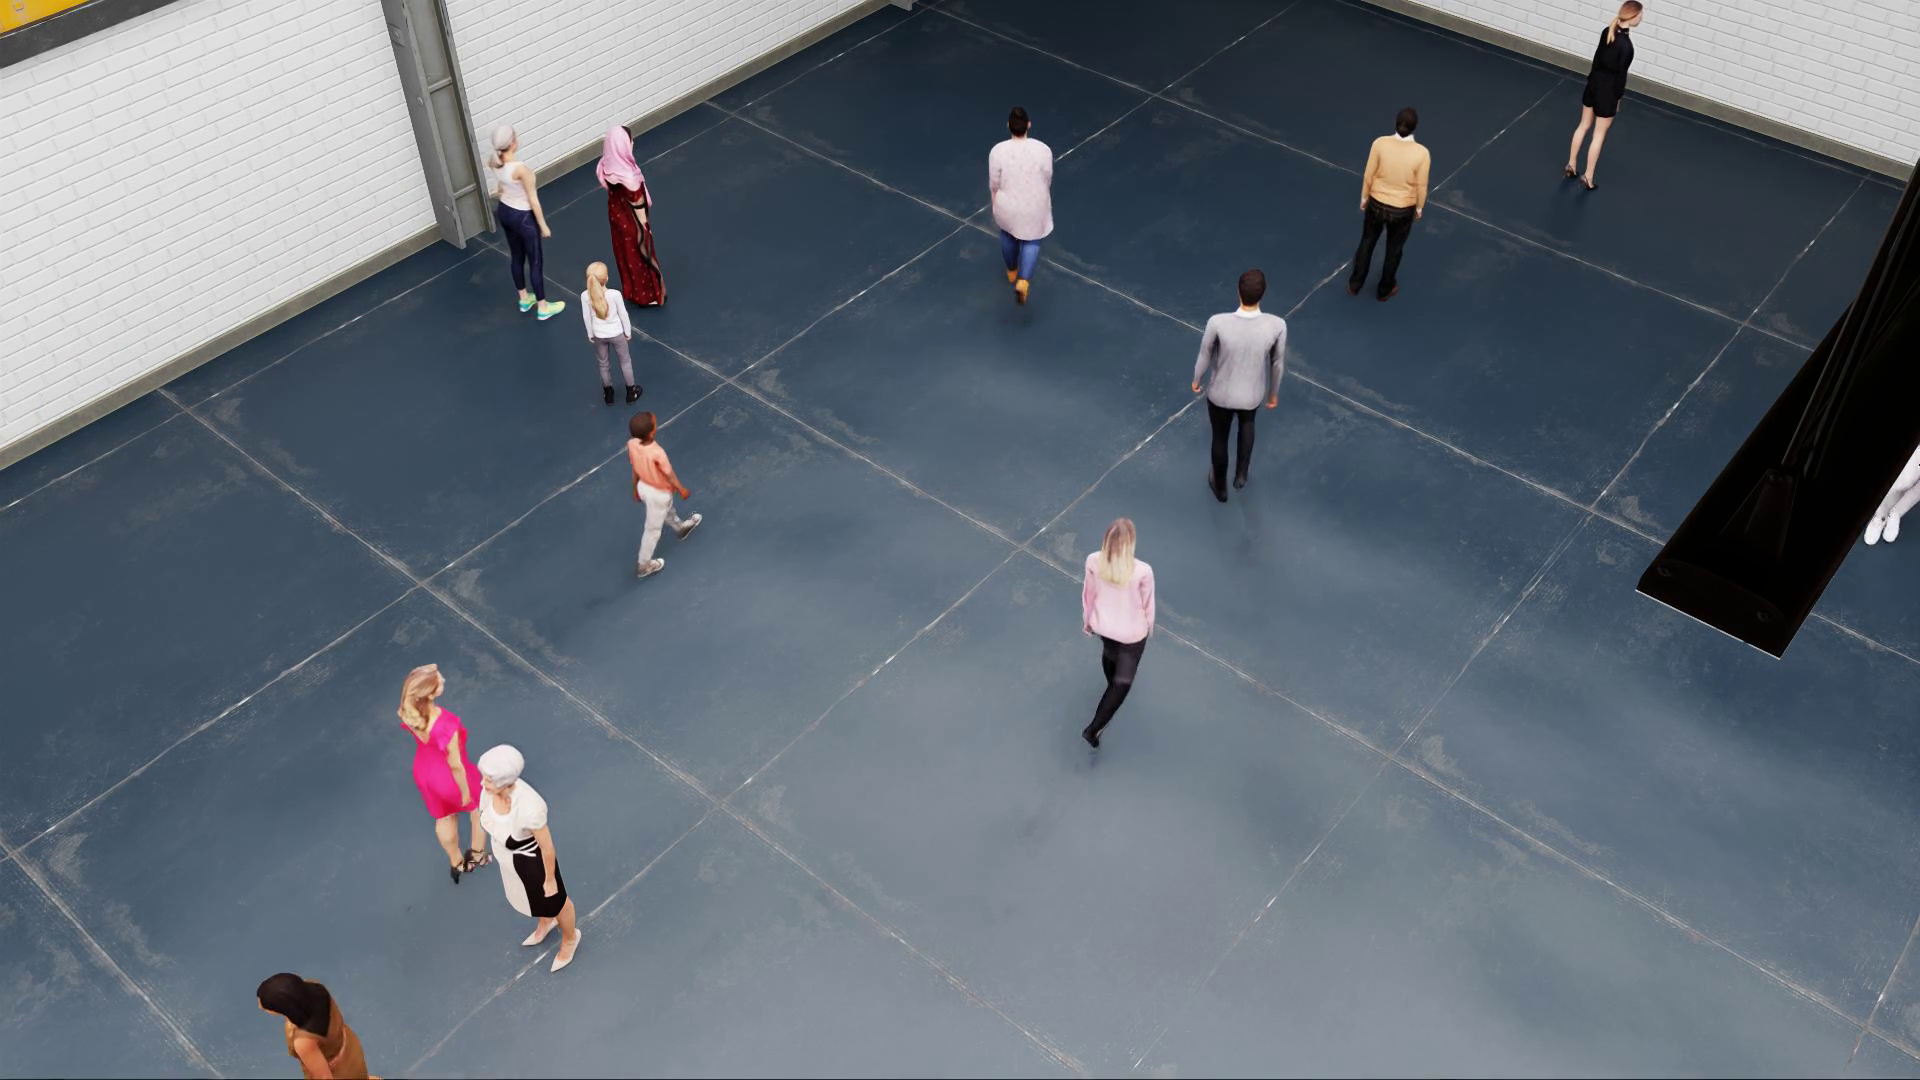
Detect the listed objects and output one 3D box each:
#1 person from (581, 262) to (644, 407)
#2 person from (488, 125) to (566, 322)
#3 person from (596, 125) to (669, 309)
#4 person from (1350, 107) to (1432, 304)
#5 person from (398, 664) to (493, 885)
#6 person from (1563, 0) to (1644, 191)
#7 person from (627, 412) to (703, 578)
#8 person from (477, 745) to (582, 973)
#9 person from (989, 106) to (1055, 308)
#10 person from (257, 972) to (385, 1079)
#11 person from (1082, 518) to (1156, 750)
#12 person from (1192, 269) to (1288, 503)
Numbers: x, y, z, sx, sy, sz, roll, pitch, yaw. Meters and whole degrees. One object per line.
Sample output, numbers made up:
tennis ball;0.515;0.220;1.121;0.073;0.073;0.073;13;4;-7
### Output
person;-2.690;-1.580;12.732;0.582;1.279;0.635;0;44;0
person;-3.576;-2.574;13.469;0.601;1.701;0.544;27;50;25
person;-2.700;-2.633;13.582;0.668;1.631;0.709;-28;50;-26
person;3.516;-2.717;13.581;0.719;1.754;0.681;20;47;20
person;-2.943;1.378;9.311;0.648;1.715;0.682;19;47;19
person;5.764;-3.990;14.907;0.668;1.768;0.652;-15;46;-15
person;-2.129;-0.293;11.381;0.504;1.279;0.893;32;52;29
person;-2.308;1.705;8.939;0.647;1.754;0.532;33;53;30
person;0.491;-2.716;13.603;0.981;1.722;1.132;7;44;7
person;-2.957;2.551;8.115;0.878;1.666;0.792;-10;44;-10
person;0.942;0.575;10.188;0.694;1.668;1.081;22;48;21
person;1.949;-1.004;11.670;0.848;1.909;0.892;-1;44;-1
